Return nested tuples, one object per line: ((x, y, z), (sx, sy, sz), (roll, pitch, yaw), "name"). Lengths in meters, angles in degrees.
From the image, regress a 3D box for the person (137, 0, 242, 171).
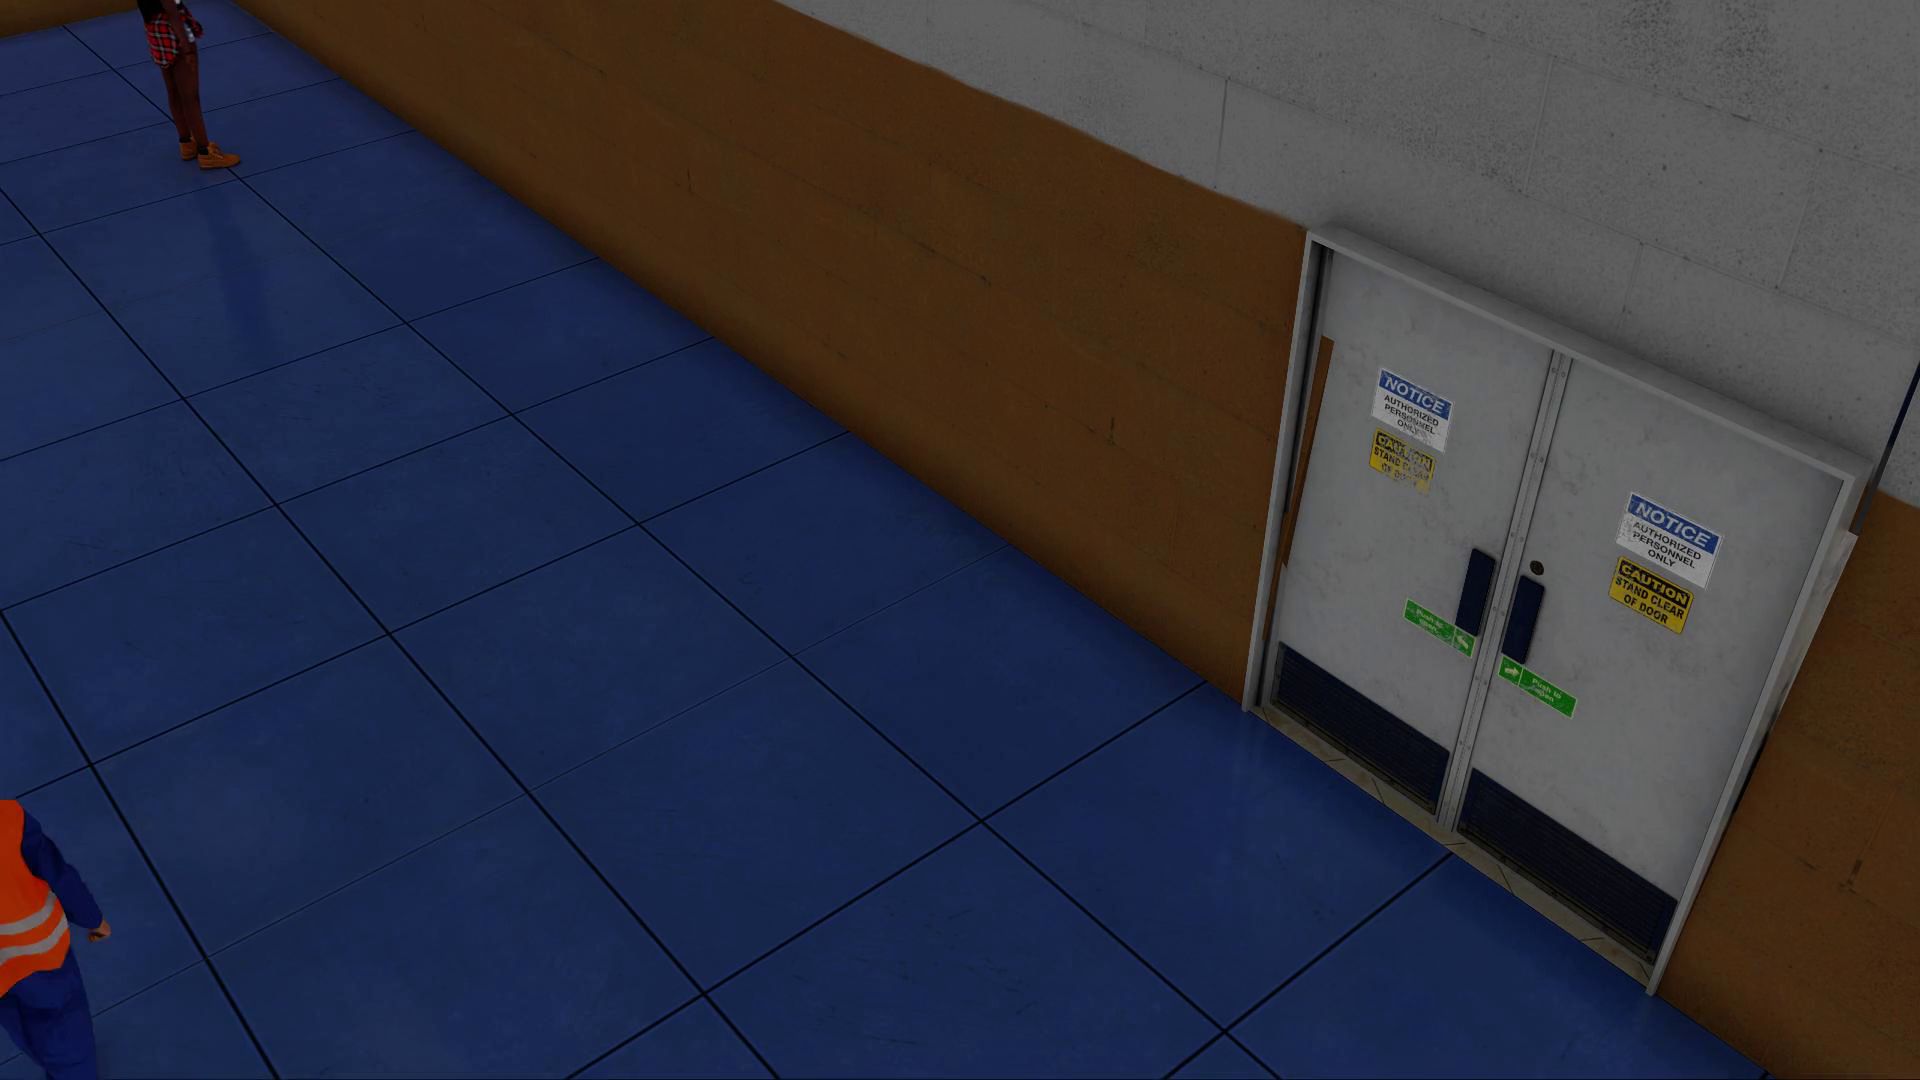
((-5.390, -3.403, 11.369), (0.586, 1.725, 0.611), (-28, 45, -32), "person")
